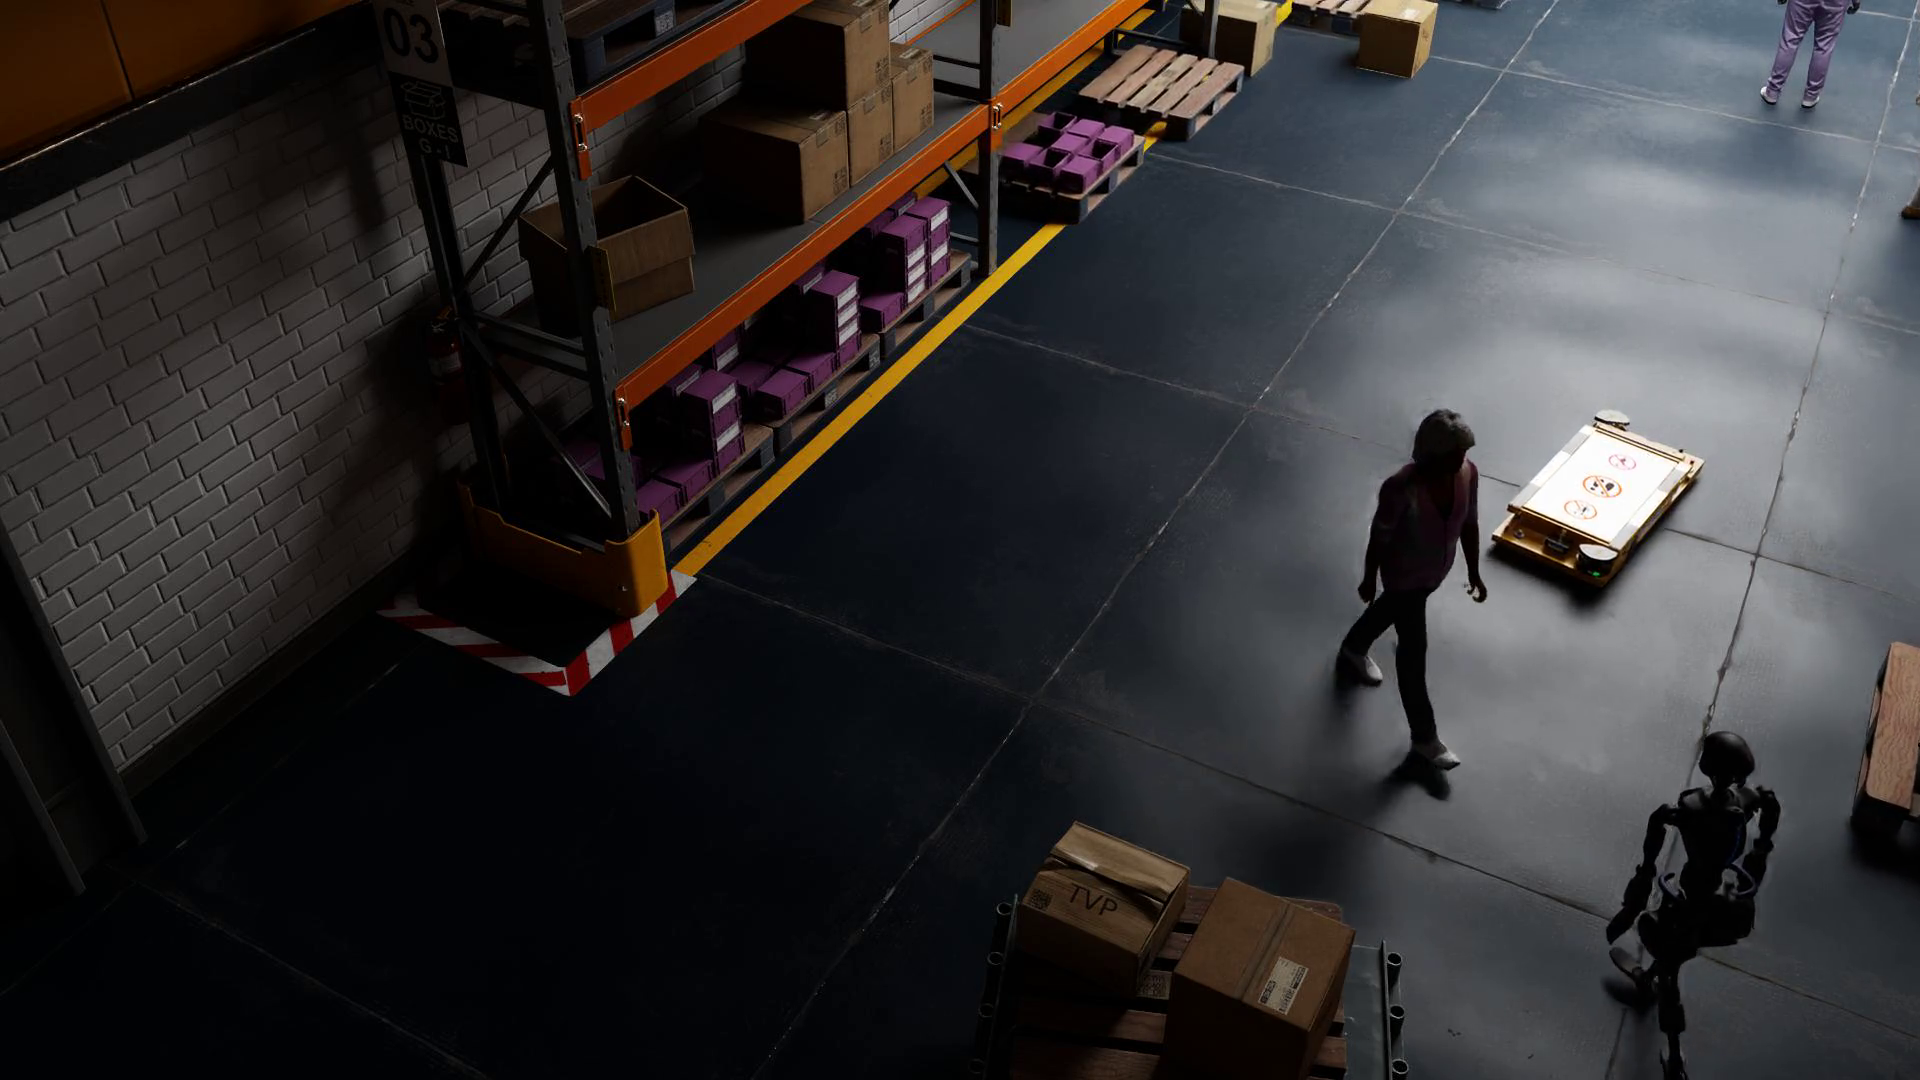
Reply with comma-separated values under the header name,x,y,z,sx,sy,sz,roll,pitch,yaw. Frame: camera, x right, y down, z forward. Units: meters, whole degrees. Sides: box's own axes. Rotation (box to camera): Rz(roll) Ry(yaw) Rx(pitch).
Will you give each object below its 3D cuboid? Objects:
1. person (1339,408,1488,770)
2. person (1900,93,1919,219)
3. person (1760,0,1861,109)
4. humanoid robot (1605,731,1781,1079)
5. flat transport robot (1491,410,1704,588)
name,x,y,z,sx,sy,sz,roll,pitch,yaw
person,2.172,0.155,7.805,0.514,1.789,0.999,-19,43,-23
person,7.228,-3.204,11.932,0.518,1.884,0.605,-26,45,-28
person,6.991,-4.459,13.485,0.644,1.904,0.403,13,40,16
humanoid robot,2.811,1.391,6.389,0.589,1.627,0.719,-8,39,-10
flat transport robot,3.685,-0.260,9.545,0.659,0.231,1.431,28,46,30
